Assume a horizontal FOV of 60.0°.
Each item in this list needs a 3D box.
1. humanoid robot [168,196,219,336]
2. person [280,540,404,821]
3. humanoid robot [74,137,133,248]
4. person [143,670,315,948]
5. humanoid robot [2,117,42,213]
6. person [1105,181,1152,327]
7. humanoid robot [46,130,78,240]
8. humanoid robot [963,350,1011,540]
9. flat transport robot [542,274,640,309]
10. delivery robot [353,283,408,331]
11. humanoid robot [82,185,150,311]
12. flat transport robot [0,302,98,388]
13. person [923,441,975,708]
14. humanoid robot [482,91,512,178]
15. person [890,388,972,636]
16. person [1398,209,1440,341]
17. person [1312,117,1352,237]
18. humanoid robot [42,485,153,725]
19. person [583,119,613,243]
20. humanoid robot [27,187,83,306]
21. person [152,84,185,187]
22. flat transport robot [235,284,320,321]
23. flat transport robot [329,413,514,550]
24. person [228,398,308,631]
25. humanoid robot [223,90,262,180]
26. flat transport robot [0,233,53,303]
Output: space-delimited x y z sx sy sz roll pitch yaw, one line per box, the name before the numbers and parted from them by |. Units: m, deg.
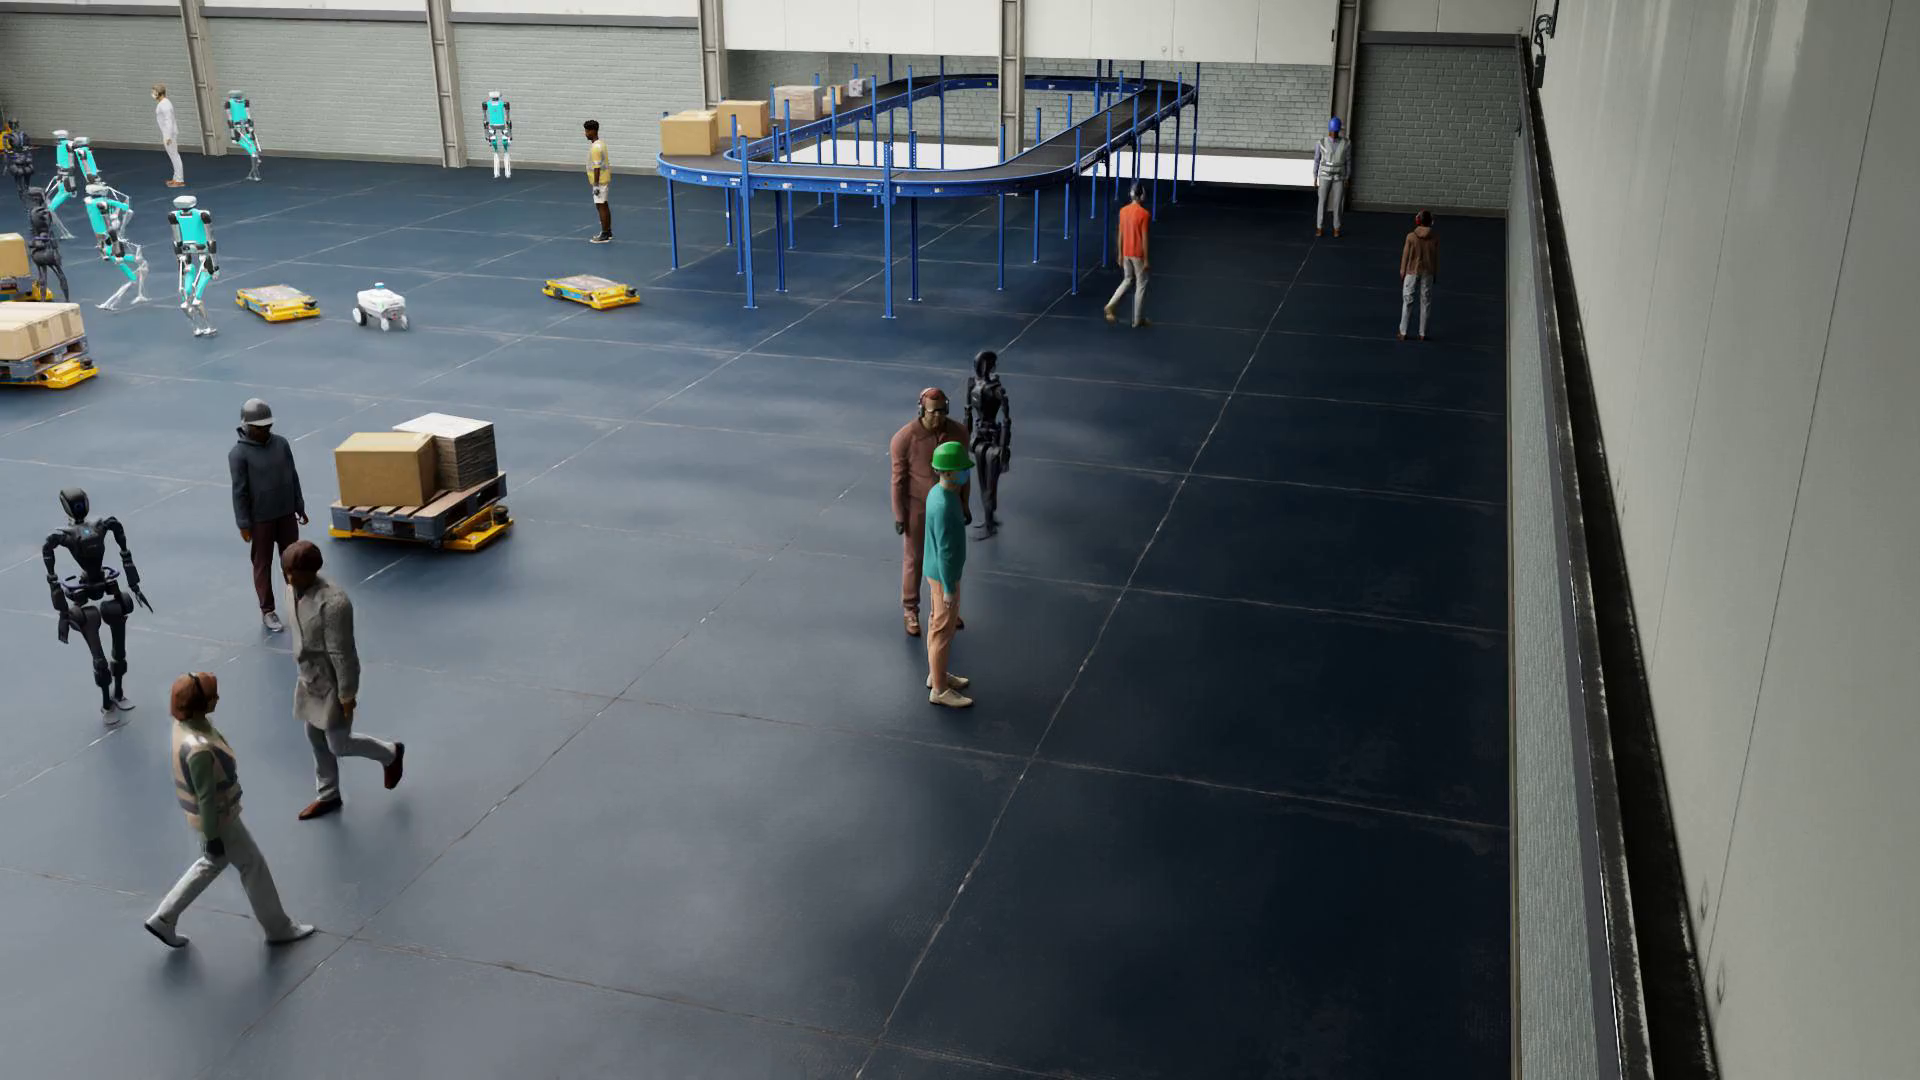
humanoid robot | -9.661 -3.399 20.877 0.547 1.753 0.678 1 21 2
person | -3.716 0.806 9.949 0.558 1.810 0.575 13 25 31
humanoid robot | -13.515 -5.505 26.450 0.816 1.797 0.568 -8 22 -20
person | -3.894 1.419 8.624 0.732 1.607 0.514 -13 24 -30
humanoid robot | -16.614 -6.630 29.418 0.405 1.652 0.597 8 22 19
person | 2.217 -3.654 21.403 0.658 1.893 0.477 -19 28 -40
humanoid robot | -14.641 -5.703 26.944 0.534 1.789 0.763 17 27 38
humanoid robot | 0.229 -0.848 14.427 0.399 1.652 0.609 -17 27 -37
flat transport robot | -5.146 -3.462 23.156 1.431 0.231 0.659 19 28 41
delivery robot | -7.549 -3.043 21.695 0.814 0.611 0.499 20 28 41
humanoid robot | -11.212 -3.911 22.302 0.555 1.741 1.005 17 27 37
flat transport robot | -10.834 -1.941 19.211 1.431 0.231 0.659 2 21 5
person | -0.077 0.224 11.367 0.359 1.872 0.526 -1 21 -3
humanoid robot | -9.015 -7.954 32.580 0.533 1.677 0.735 -3 21 -8
person | -0.193 -0.222 12.481 0.643 1.907 0.403 -9 23 -23
person | 5.760 -3.313 20.852 0.464 1.647 0.318 3 21 7
person | 6.105 -5.963 27.334 0.620 1.935 0.409 2 21 5
humanoid robot | -5.760 0.410 11.161 0.458 1.650 0.608 17 27 37
person | -5.840 -5.799 26.878 0.372 1.958 0.600 -1 21 -3
humanoid robot | -12.308 -3.910 22.377 0.602 1.643 0.534 15 25 33
person | -15.270 -7.796 32.081 0.378 1.940 0.628 -10 23 -23
flat transport robot | -9.251 -3.215 22.515 0.659 0.231 1.431 -17 27 -36
flat transport robot | -4.722 -0.163 14.600 1.431 0.231 0.659 6 22 14
person | -5.211 -0.206 12.577 0.381 1.806 0.550 15 26 34
humanoid robot | -13.959 -7.911 32.710 0.870 1.784 0.534 13 25 30
flat transport robot | -13.391 -3.381 22.946 1.431 0.231 0.659 -15 26 -34
